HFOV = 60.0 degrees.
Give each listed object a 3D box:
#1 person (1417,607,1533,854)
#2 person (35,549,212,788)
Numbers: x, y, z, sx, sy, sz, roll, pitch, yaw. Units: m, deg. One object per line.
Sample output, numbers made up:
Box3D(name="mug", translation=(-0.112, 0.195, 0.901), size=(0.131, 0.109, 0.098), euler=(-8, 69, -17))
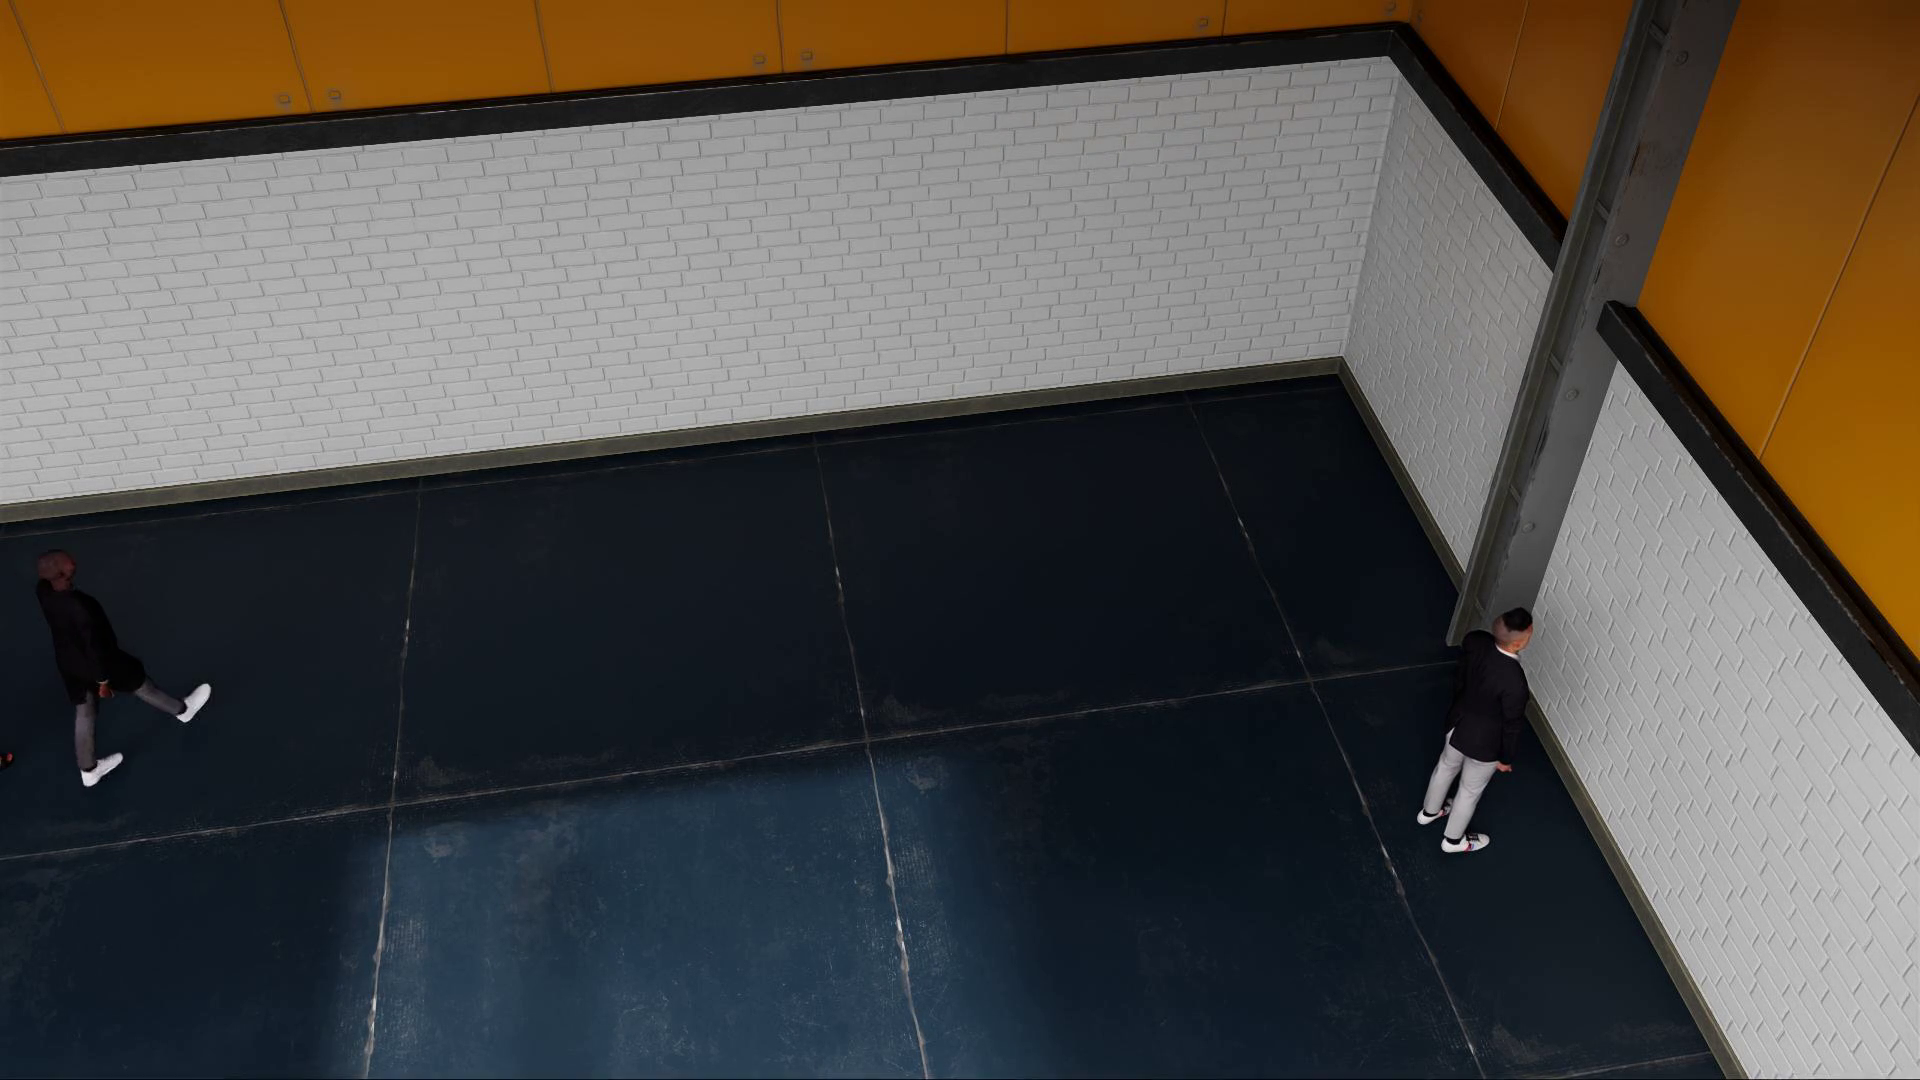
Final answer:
Box3D(name="person", translation=(2.994, 1.072, 9.604), size=(0.814, 1.959, 0.612), euler=(-16, 46, -16))
Box3D(name="person", translation=(-5.321, 0.816, 10.054), size=(1.103, 1.709, 1.231), euler=(21, 47, 21))
